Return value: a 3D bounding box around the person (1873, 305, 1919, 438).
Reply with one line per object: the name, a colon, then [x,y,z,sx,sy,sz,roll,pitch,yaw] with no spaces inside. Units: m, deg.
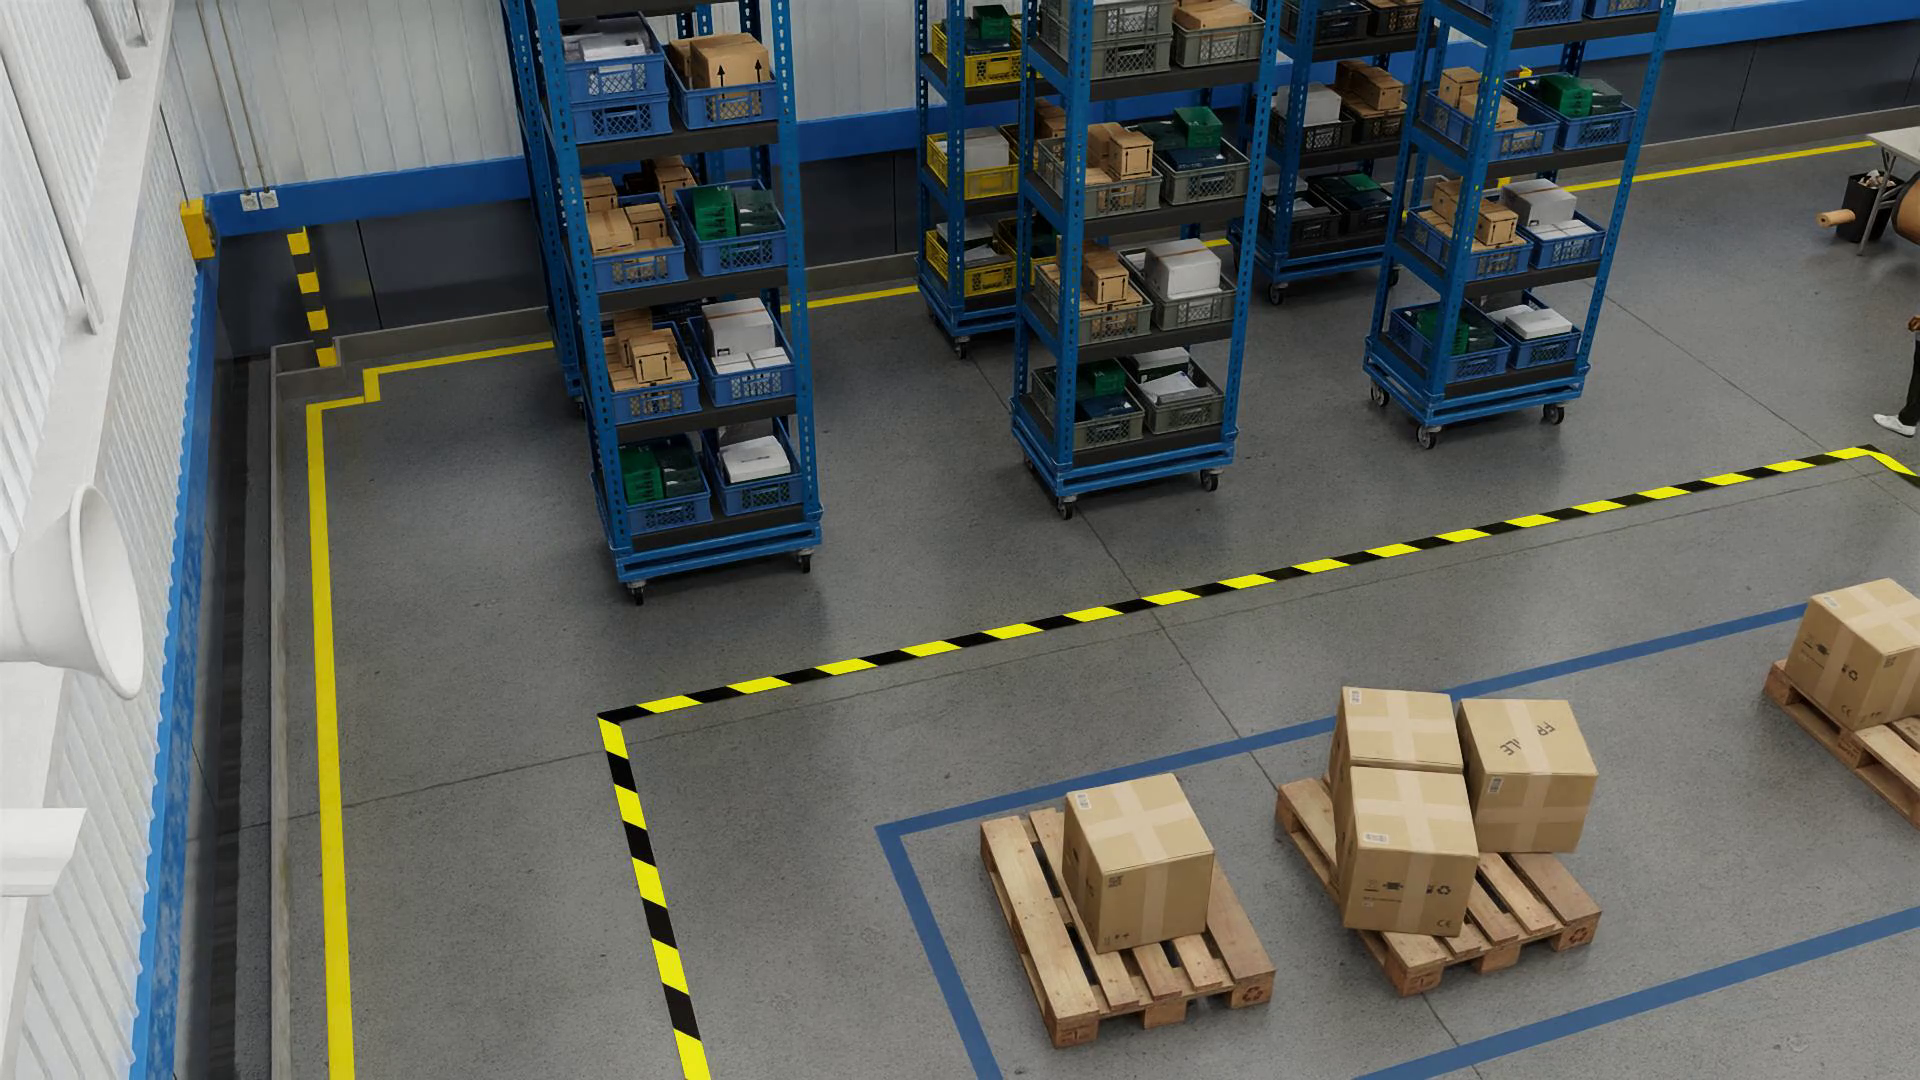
person: [6.467,-1.545,10.873,0.597,1.849,0.388,-12,37,-17]
